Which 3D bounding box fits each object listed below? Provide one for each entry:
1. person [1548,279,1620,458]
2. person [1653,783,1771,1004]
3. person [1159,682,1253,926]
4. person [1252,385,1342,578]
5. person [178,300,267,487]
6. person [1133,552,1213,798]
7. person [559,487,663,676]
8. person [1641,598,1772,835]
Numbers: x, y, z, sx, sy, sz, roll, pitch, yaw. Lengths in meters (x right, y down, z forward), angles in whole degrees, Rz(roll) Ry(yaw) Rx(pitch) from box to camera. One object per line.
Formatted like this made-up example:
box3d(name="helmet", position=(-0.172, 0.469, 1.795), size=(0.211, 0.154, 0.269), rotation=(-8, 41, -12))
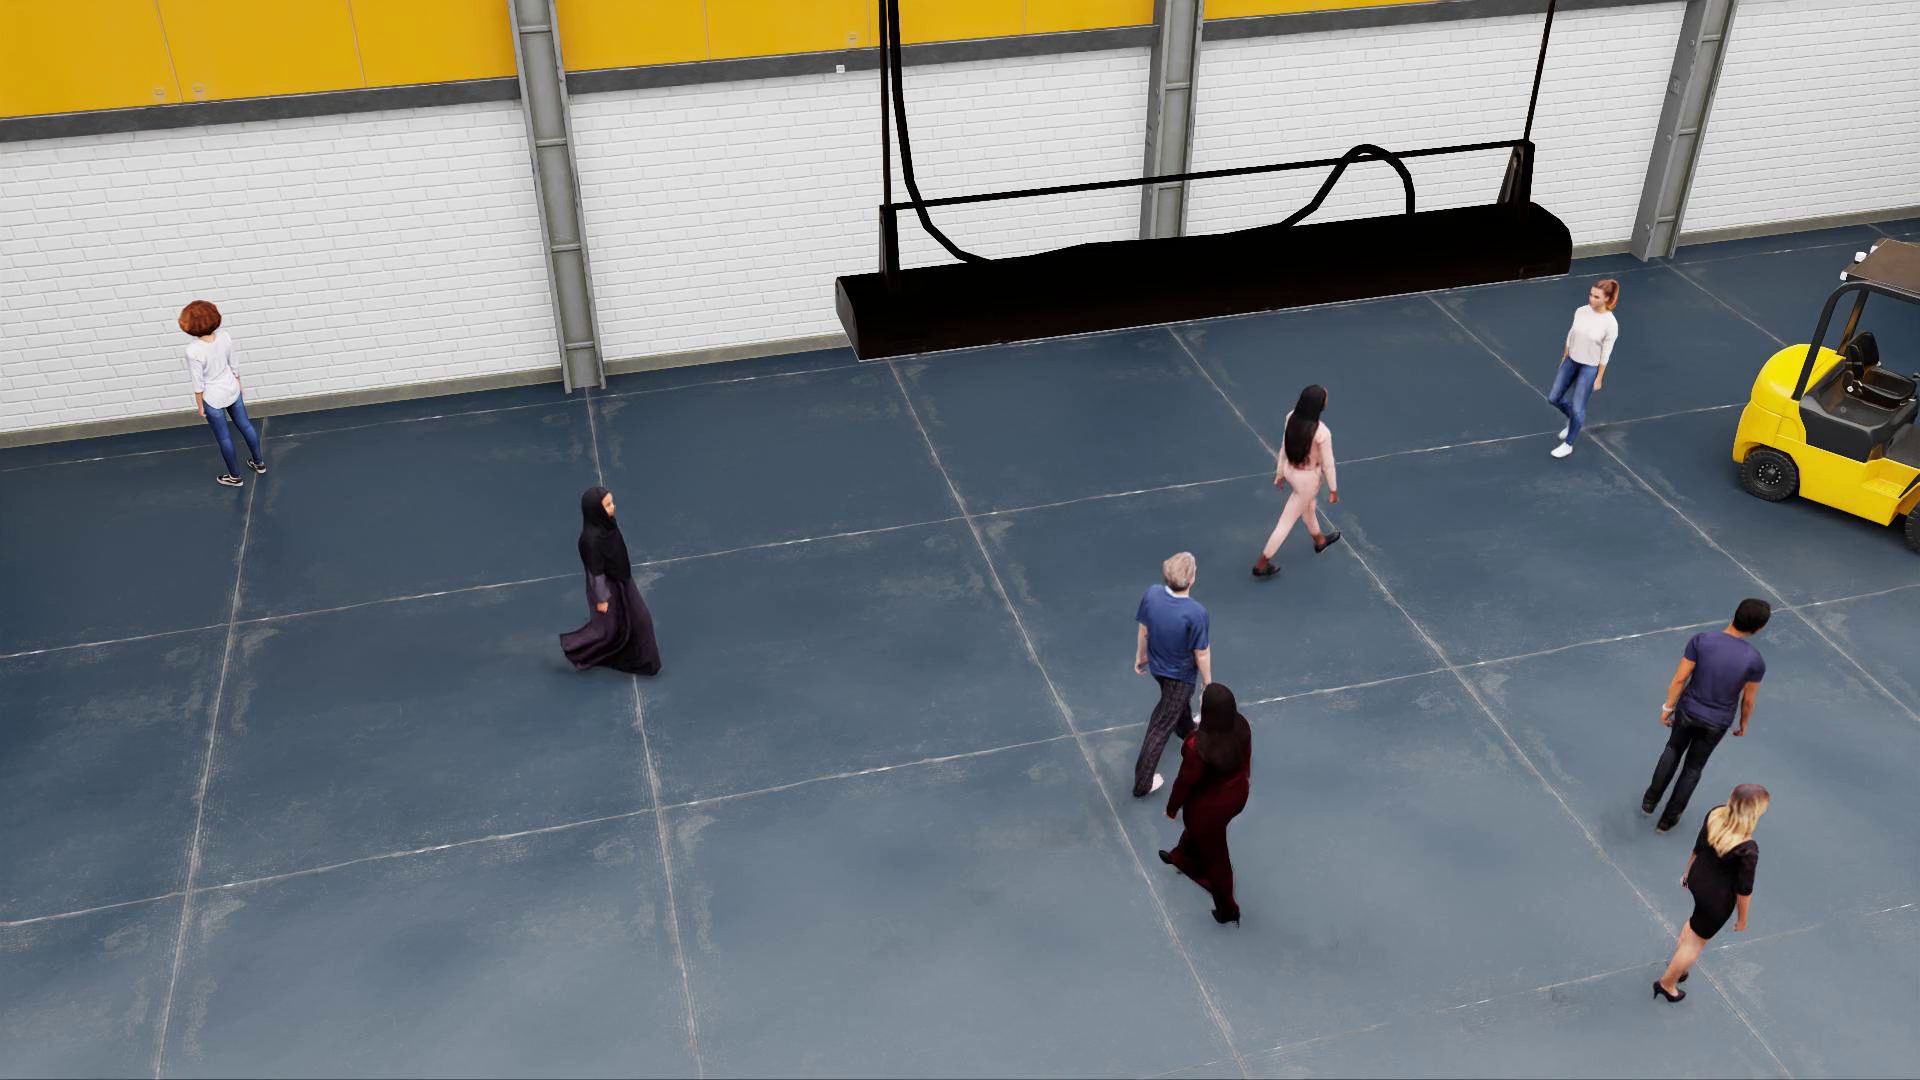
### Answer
box3d(name="person", position=(5.623, -1.554, 14.870), size=(0.775, 1.715, 0.720), rotation=(-18, 38, -25))
box3d(name="person", position=(4.212, 2.042, 9.509), size=(0.609, 1.661, 0.592), rotation=(-6, 34, -8))
box3d(name="person", position=(1.616, 1.638, 10.062), size=(1.049, 1.723, 1.029), rotation=(-29, 43, -36))
box3d(name="person", position=(2.641, -0.414, 13.197), size=(1.219, 1.669, 0.847), rotation=(-17, 37, -24))
box3d(name="person", position=(-6.433, -1.289, 14.475), size=(0.807, 1.712, 0.741), rotation=(19, 38, 27))
box3d(name="person", position=(1.349, 0.937, 11.025), size=(1.248, 1.824, 1.036), rotation=(-28, 43, -35))
box3d(name="person", position=(-2.639, 0.320, 12.162), size=(1.079, 1.594, 0.905), rotation=(8, 34, 12))
box3d(name="person", position=(4.765, 1.174, 10.744), size=(0.820, 1.741, 0.874), rotation=(13, 36, 19))
